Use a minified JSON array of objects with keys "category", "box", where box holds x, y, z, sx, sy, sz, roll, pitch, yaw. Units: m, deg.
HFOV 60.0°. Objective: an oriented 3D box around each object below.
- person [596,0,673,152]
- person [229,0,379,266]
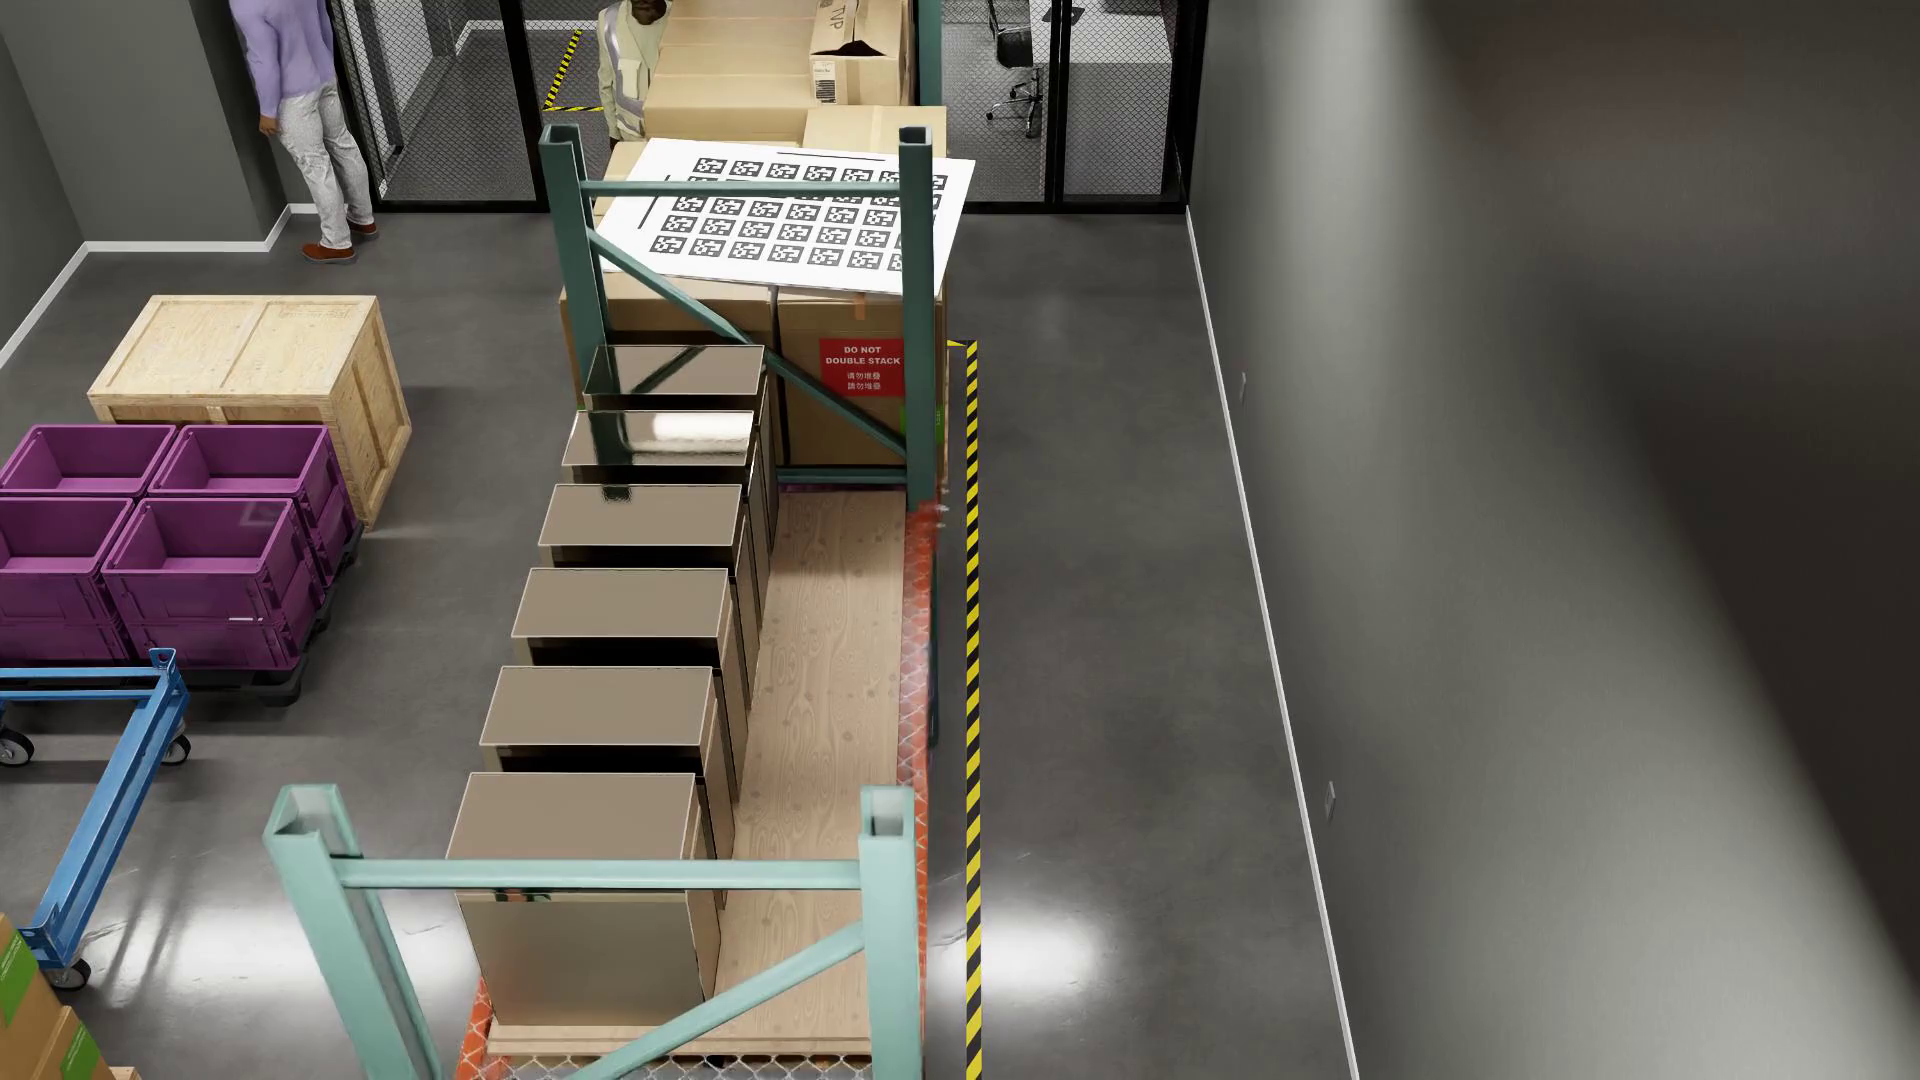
[{"category":"person","box":[-1.495,-2.073,8.337,0.588,1.830,0.403,0,41,0]},{"category":"person","box":[-3.403,-2.333,8.553,0.370,1.940,0.627,11,42,12]}]
